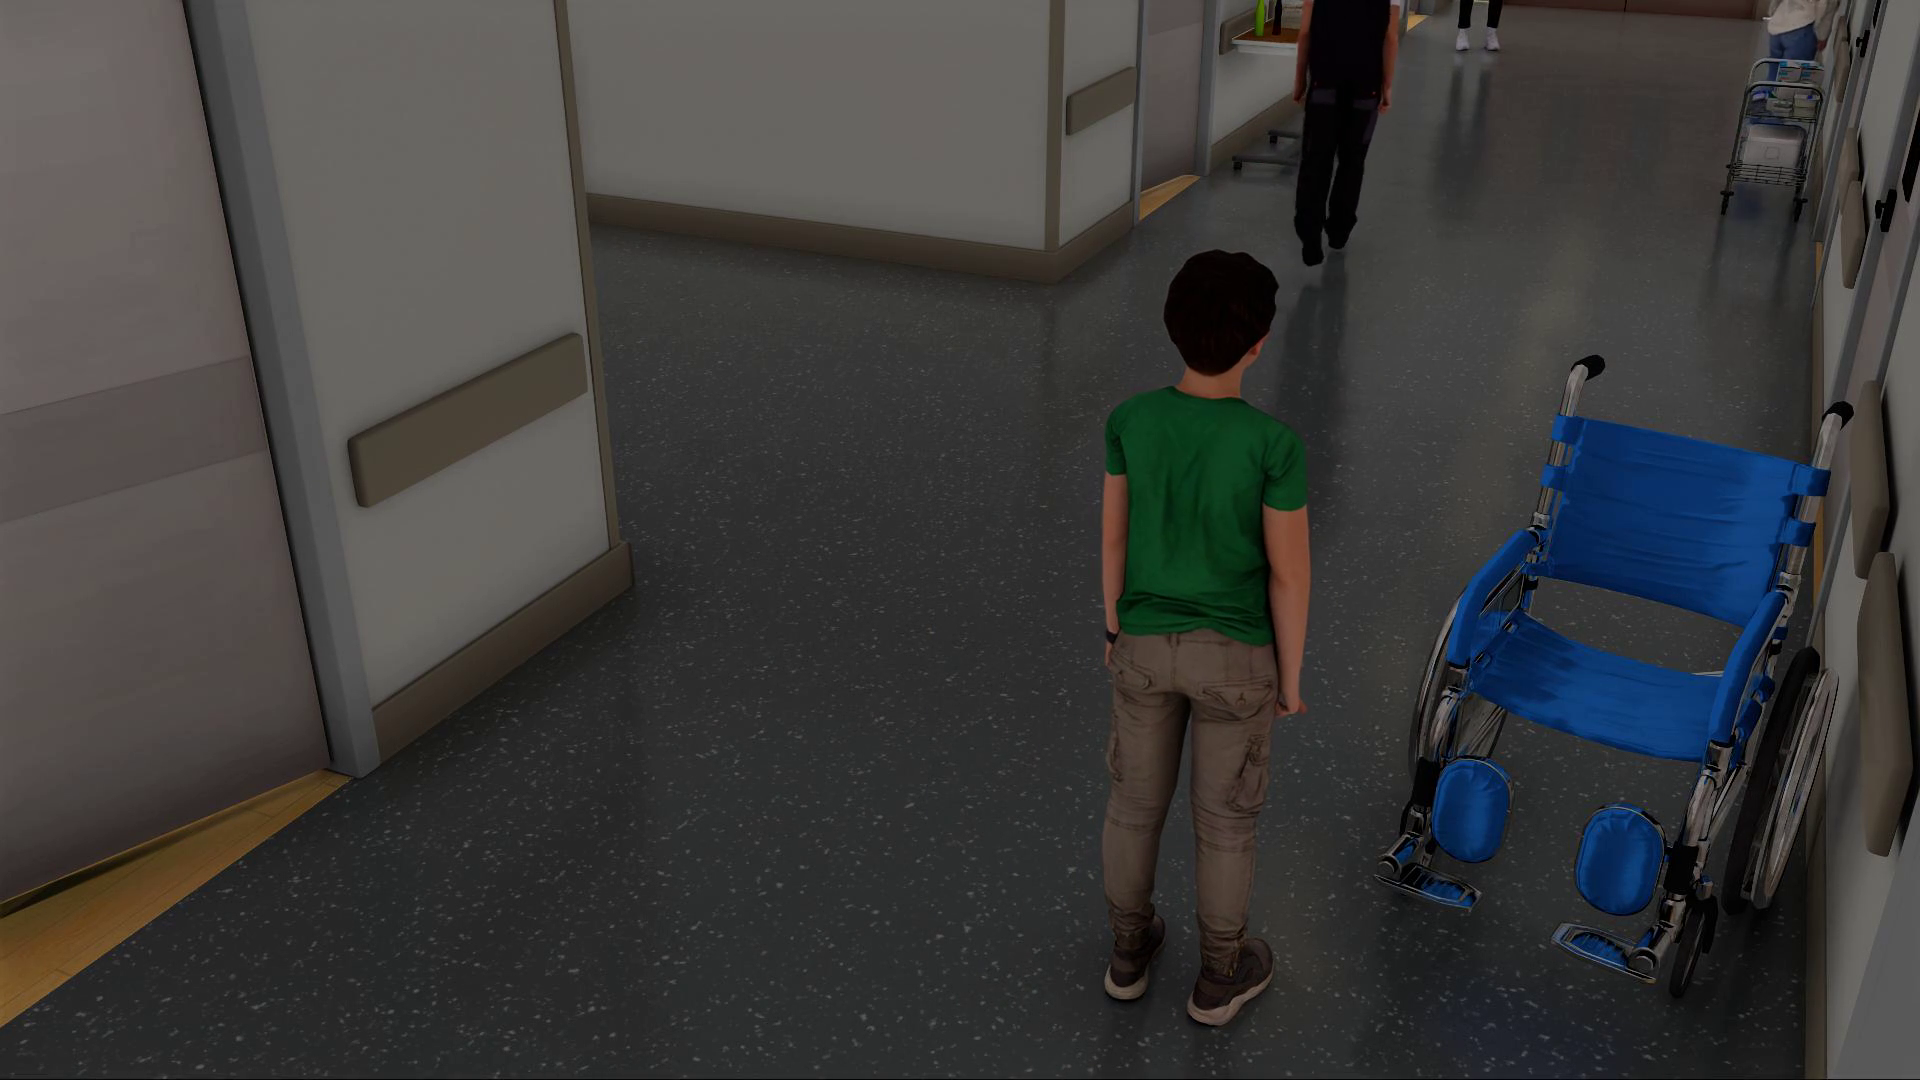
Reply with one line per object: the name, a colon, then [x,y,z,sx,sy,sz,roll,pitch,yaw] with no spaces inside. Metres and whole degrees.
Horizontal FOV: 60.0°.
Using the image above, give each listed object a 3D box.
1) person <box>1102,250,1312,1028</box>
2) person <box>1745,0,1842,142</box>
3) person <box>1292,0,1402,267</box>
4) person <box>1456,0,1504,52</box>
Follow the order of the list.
person: [0.468,0.232,3.319,0.574,1.651,0.519,13,28,24]
person: [5.187,-3.154,10.318,0.966,1.670,0.843,-3,26,-6]
person: [1.913,-2.269,8.308,0.775,1.822,1.161,7,27,14]
person: [4.542,-5.144,14.274,0.735,1.818,0.692,3,26,6]
